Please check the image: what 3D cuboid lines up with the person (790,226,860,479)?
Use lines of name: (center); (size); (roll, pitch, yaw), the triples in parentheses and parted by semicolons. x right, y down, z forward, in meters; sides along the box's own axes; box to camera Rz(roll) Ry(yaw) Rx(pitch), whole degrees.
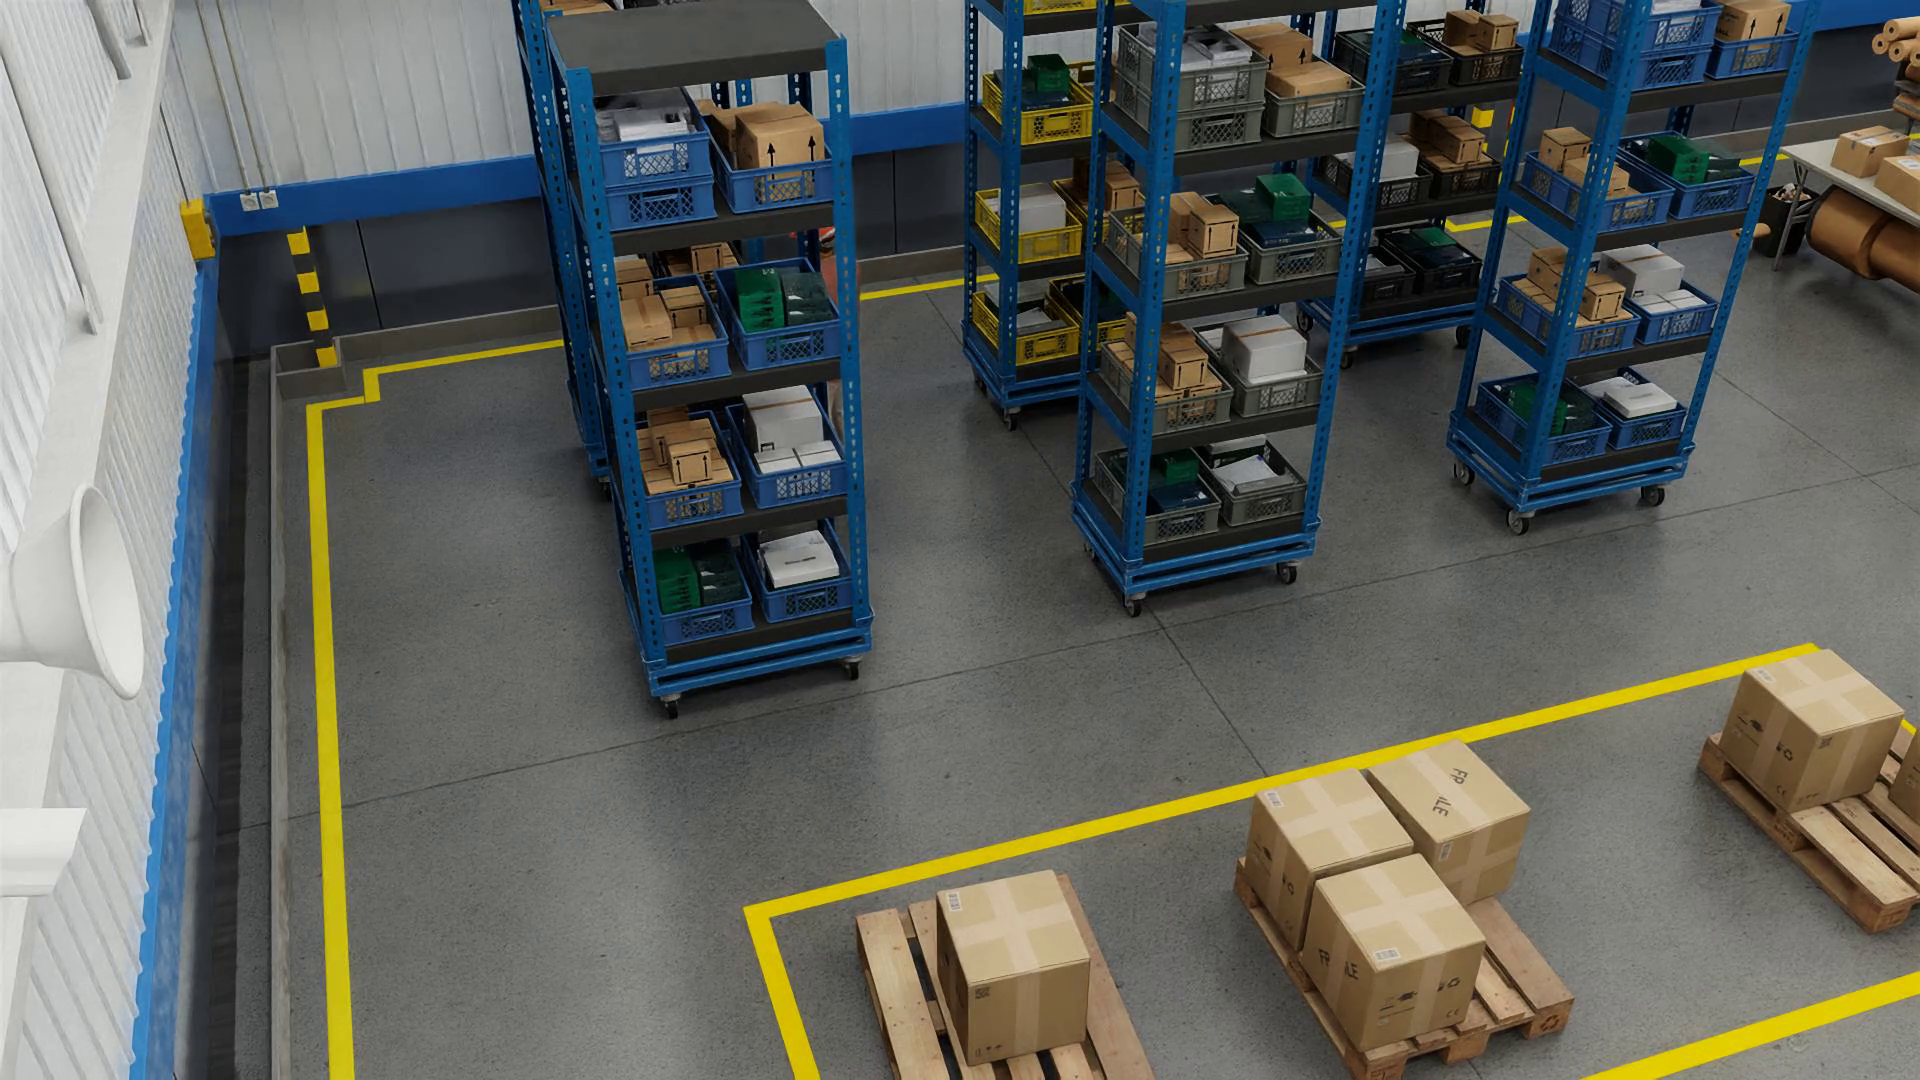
person: (-0.817, -1.086, 10.105); (0.410, 1.980, 0.623); (16, 38, 22)
